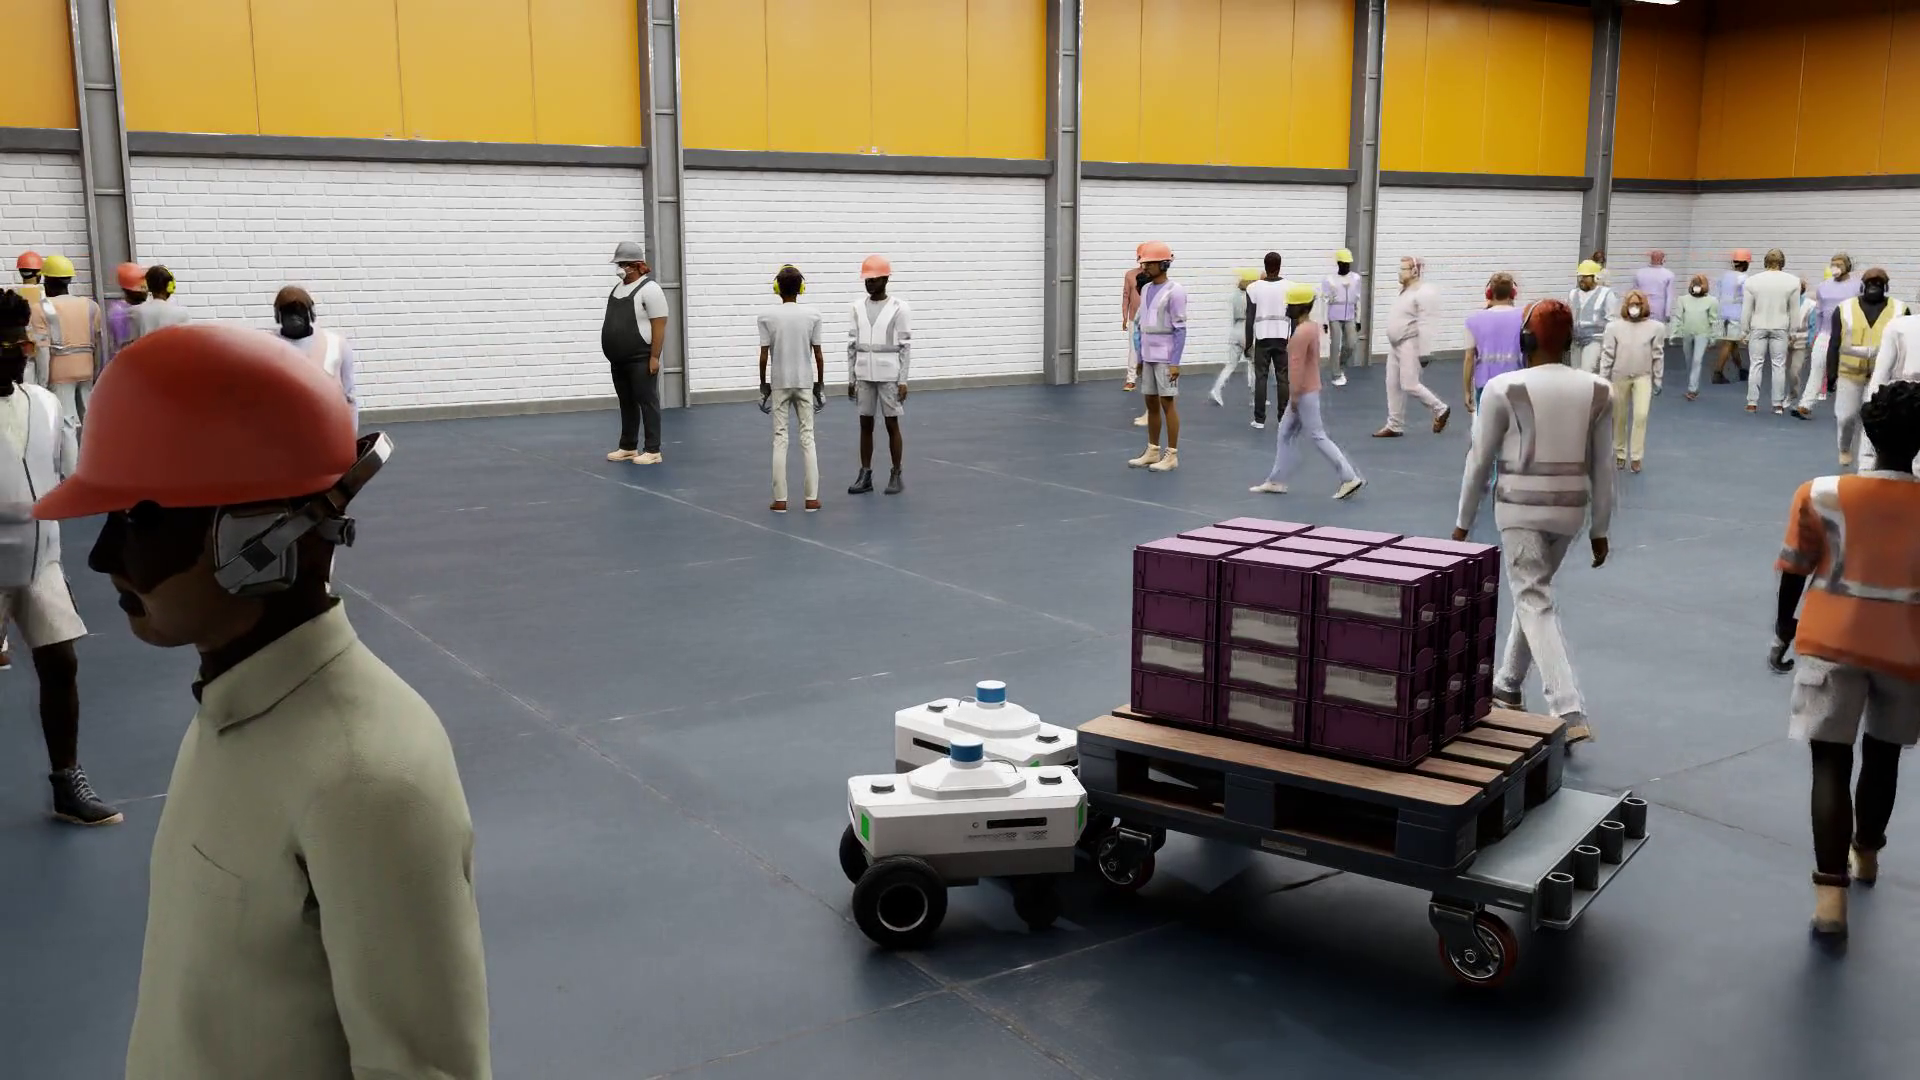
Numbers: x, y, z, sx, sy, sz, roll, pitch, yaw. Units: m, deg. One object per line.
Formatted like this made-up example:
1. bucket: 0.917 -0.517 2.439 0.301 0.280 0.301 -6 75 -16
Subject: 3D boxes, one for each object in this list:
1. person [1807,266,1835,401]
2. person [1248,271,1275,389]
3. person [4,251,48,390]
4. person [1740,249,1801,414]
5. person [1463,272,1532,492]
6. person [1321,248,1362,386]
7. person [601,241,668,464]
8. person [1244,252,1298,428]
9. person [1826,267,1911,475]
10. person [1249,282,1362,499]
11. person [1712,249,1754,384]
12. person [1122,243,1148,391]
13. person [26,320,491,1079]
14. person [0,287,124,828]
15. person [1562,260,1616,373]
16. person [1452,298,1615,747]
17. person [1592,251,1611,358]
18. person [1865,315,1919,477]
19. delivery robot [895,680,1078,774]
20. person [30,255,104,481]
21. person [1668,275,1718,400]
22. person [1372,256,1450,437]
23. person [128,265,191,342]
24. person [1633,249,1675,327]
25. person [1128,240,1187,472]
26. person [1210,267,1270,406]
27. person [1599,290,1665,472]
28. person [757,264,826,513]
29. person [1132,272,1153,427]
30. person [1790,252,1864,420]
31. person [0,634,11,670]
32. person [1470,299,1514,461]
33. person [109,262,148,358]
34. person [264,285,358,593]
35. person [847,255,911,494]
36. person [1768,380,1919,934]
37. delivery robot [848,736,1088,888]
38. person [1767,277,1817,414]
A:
1. person: 11.174 -2.679 21.418 0.544 1.727 0.794 3 11 17
2. person: 4.254 -2.895 22.942 0.839 1.592 0.516 -10 14 -43
3. person: -8.941 -1.818 16.125 0.552 1.935 0.373 -2 10 -10
4. person: 9.543 -2.457 19.628 0.629 1.937 0.378 5 11 25
5. person: 4.277 -1.219 13.209 0.570 1.809 0.919 4 11 20
6. person: 5.338 -3.105 23.237 0.616 1.913 0.414 -2 11 -13
7. person: -3.028 -1.714 15.270 0.690 2.000 0.538 9 14 41
8. person: 3.389 -2.165 18.095 0.587 1.913 0.391 1 10 4
9. person: 7.835 -1.445 14.385 0.624 1.827 0.705 5 12 27
10. person: 2.804 -1.186 13.262 0.890 1.730 0.524 4 11 21
11. person: 11.105 -3.169 23.644 0.958 1.890 0.567 -3 11 -16
12. person: 2.479 -3.000 22.440 0.609 1.996 0.379 3 11 16
13. person: -0.712 0.762 1.821 0.396 1.992 0.623 -7 13 -35
14. person: -3.469 0.066 5.862 0.915 1.931 0.626 4 11 20
15. person: 7.068 -2.266 18.916 0.618 1.809 0.616 -8 13 -39
16. person: 2.423 -0.083 6.922 0.592 1.838 1.004 -2 11 -10
17. person: 10.944 -4.049 28.624 0.504 1.839 0.344 9 14 42
18. person: 6.235 -0.795 10.783 0.602 1.835 0.751 7 12 32
19. delivery robot: 0.105 0.726 5.710 0.707 0.478 0.477 10 14 43
20. person: -7.217 -1.331 13.471 0.354 1.930 0.594 5 11 26
21. person: 9.334 -2.571 21.204 0.513 1.590 0.858 10 14 43
22. person: 4.691 -1.991 17.219 0.709 1.887 0.650 -2 11 -13
23. person: -6.406 -1.291 13.481 0.517 1.855 0.423 0 10 2
24. person: 10.746 -3.568 25.847 0.654 1.888 0.731 8 13 37
25. person: 1.744 -1.622 14.758 0.395 2.042 0.611 -5 12 -27
26. person: 3.452 -2.490 20.416 0.819 1.713 0.487 -7 12 -33
27. person: 5.910 -1.386 14.663 0.519 1.605 0.728 5 11 24
28. person: -1.273 -1.139 12.571 0.514 1.876 0.328 -2 10 -9
29. person: 2.052 -2.096 18.299 0.317 1.698 0.540 2 10 8
30. person: 9.844 -2.274 18.749 1.003 1.890 0.639 -7 13 -35
31. person: -4.801 -0.274 7.876 0.317 1.864 0.519 9 13 40
32. person: 4.911 -1.509 15.295 0.511 1.613 0.435 5 11 24
33. person: -6.695 -1.336 13.672 0.826 1.870 0.620 2 10 9
34. person: -3.853 -0.588 9.742 0.634 1.812 0.879 -3 11 -16
35. person: -0.658 -1.320 13.458 0.553 1.938 0.505 4 11 20
36. person: 2.759 0.344 5.045 0.534 1.654 0.866 4 11 22
37. delivery robot: 0.022 0.842 5.076 0.707 0.478 0.477 -2 11 -9
38. person: 9.838 -2.307 19.696 0.527 1.612 0.633 5 11 25
